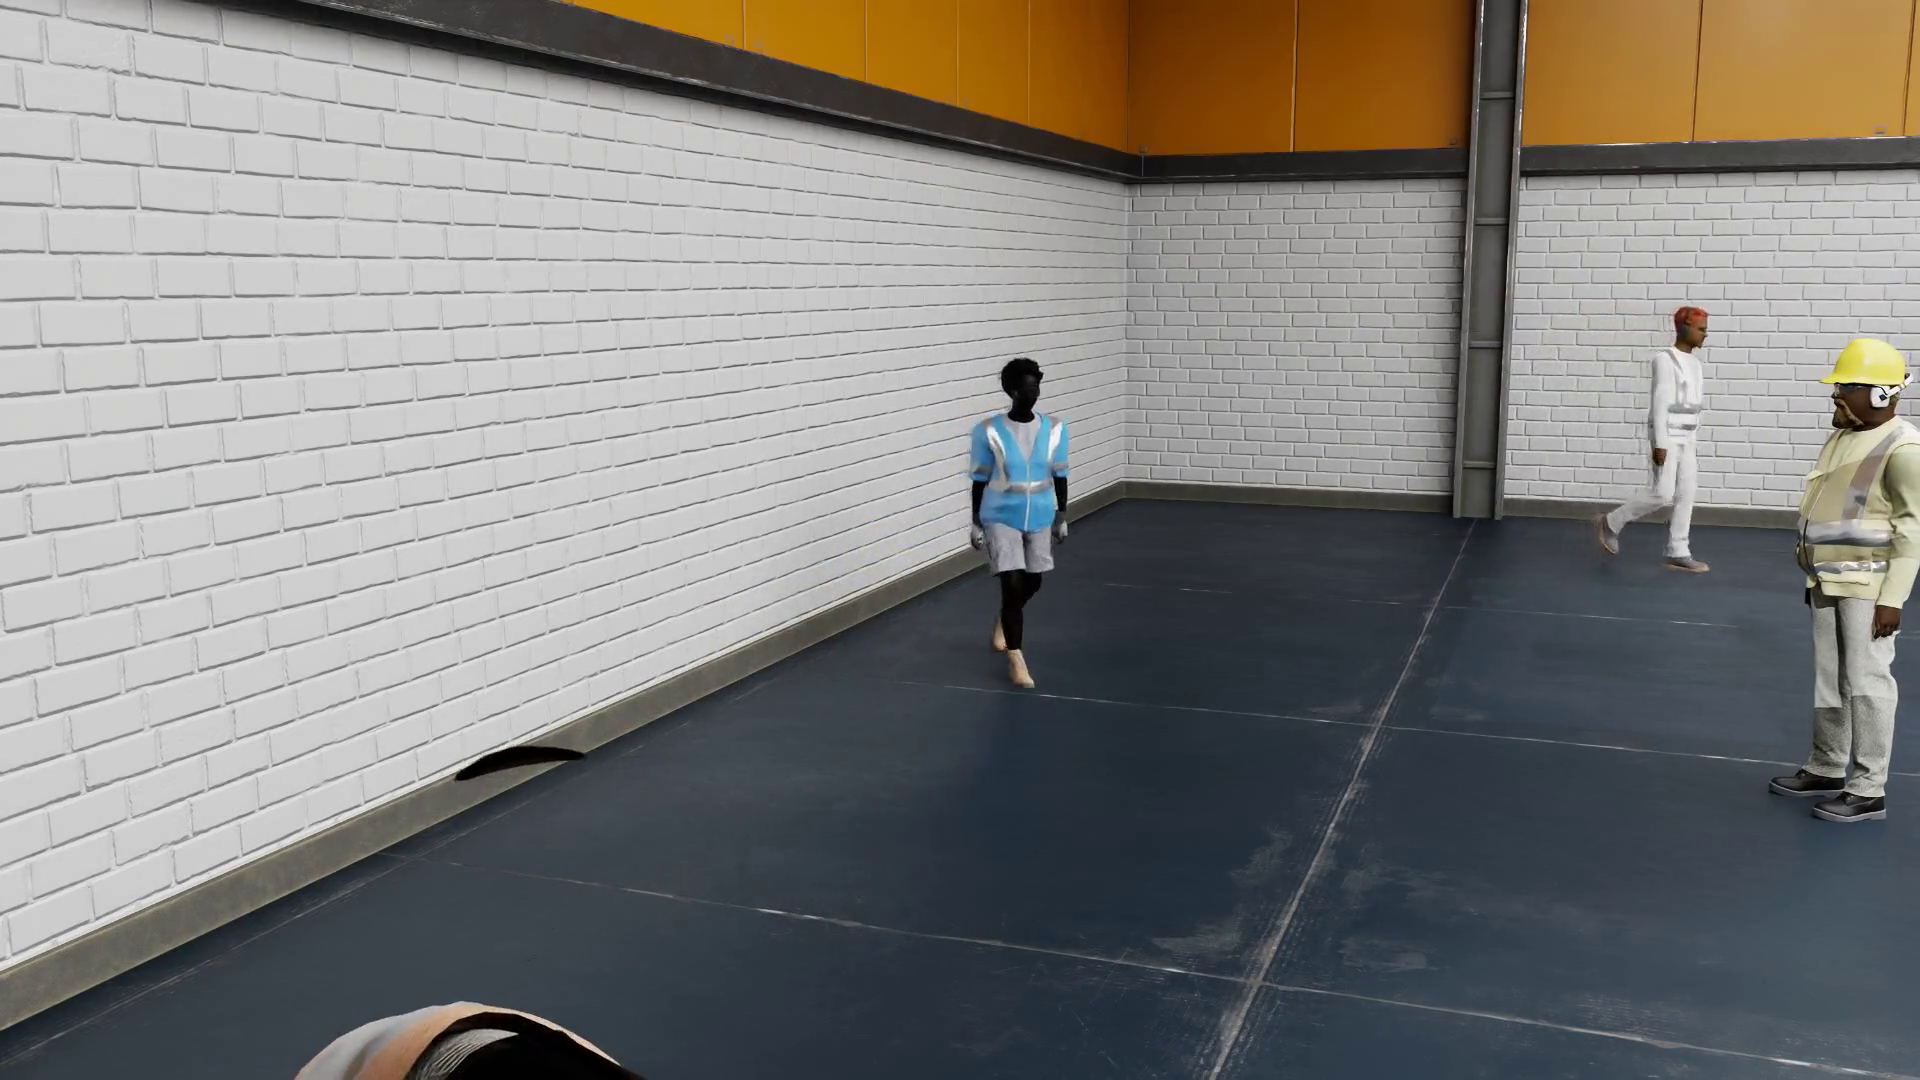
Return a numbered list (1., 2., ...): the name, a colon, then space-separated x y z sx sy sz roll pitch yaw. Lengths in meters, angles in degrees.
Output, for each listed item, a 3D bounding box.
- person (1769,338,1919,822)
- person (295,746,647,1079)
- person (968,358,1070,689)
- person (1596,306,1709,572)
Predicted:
1. person: 3.411 0.151 6.361 0.404 1.831 0.600 0 9 -1
2. person: -0.263 0.953 1.035 0.594 1.922 0.386 7 12 39
3. person: 0.274 -0.120 8.614 0.539 1.670 0.768 -3 9 -17
4. person: 4.952 -0.716 11.737 0.584 1.865 0.704 -7 12 -39
